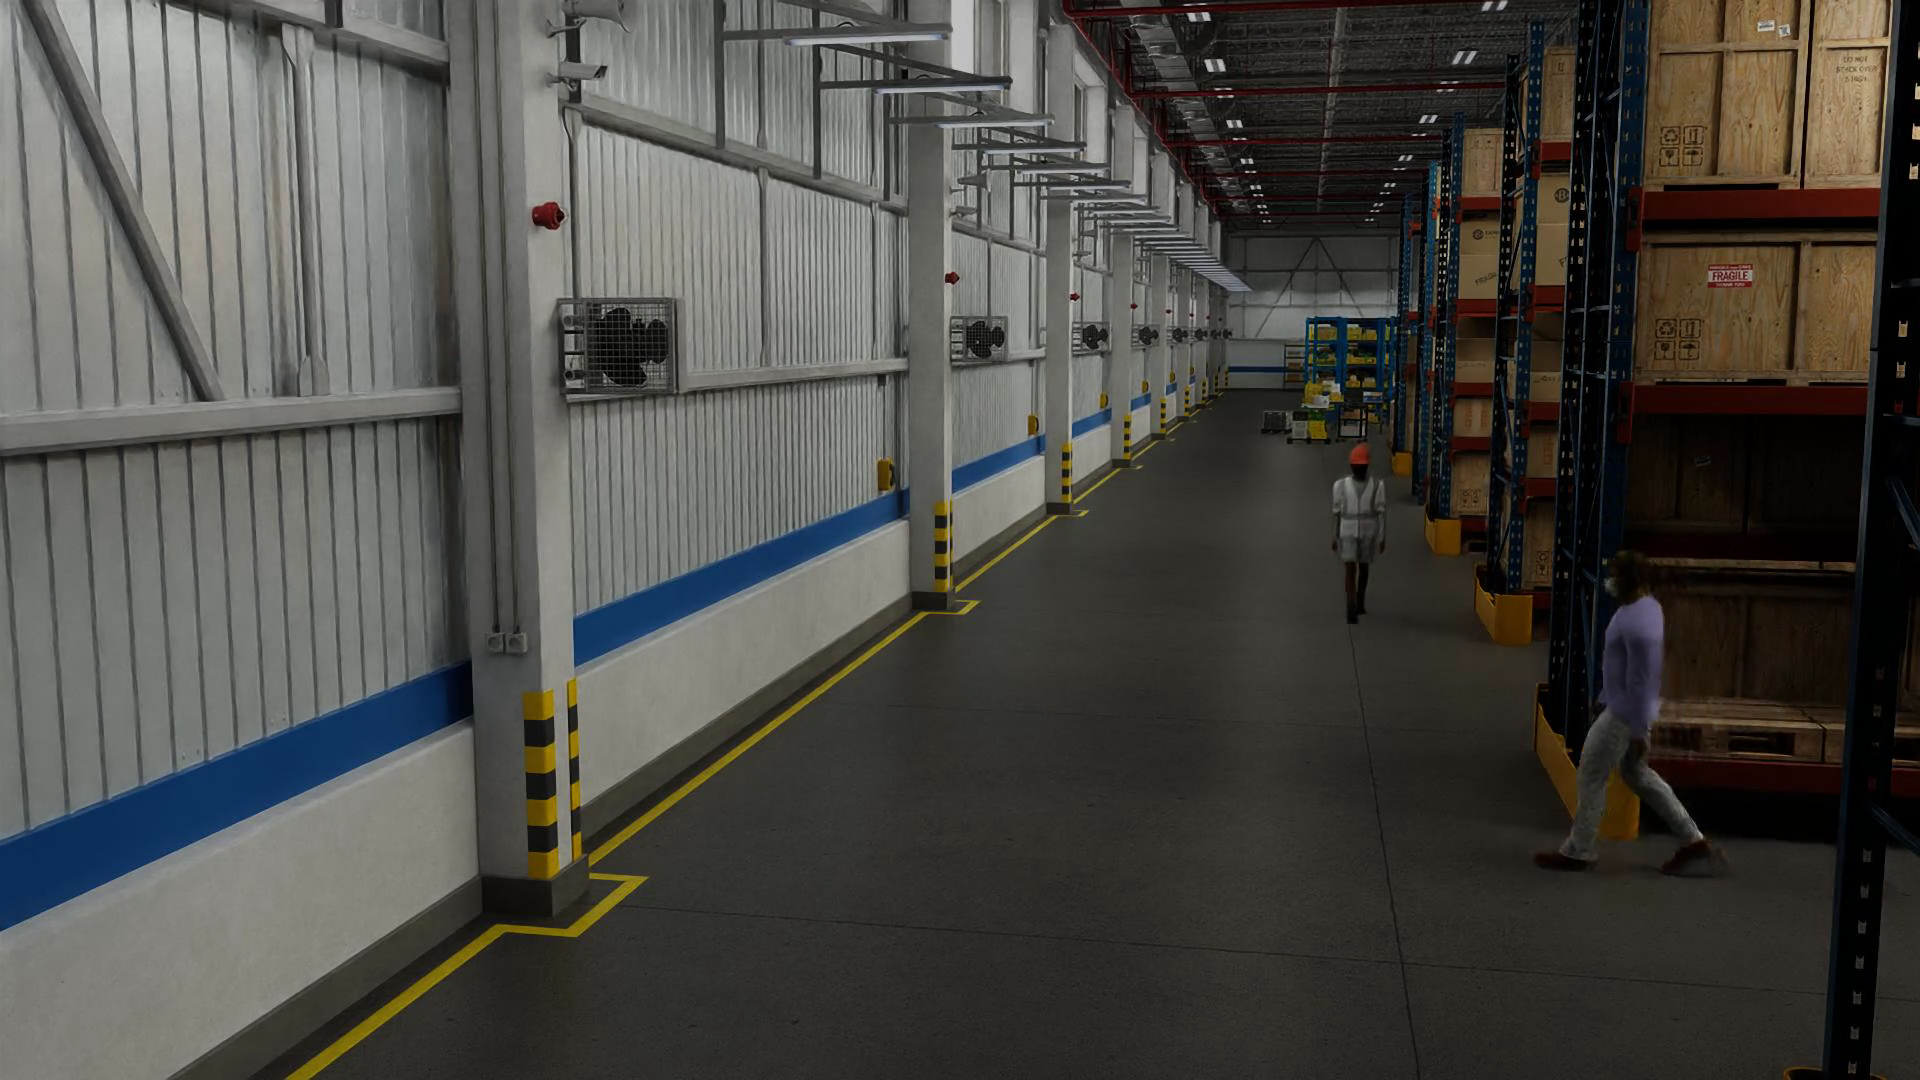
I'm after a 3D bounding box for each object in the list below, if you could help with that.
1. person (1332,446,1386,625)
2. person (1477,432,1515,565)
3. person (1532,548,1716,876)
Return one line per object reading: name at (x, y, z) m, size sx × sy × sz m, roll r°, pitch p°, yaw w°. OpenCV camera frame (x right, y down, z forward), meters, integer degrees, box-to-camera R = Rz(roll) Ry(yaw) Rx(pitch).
person at (4.307, -0.078, 17.978) m, size 0.555 × 1.893 × 1.010 m, roll 1°, pitch 7°, yaw 10°
person at (7.107, -0.522, 21.774) m, size 0.533 × 1.831 × 0.634 m, roll 2°, pitch 8°, yaw 19°
person at (3.818, 0.981, 9.431) m, size 0.926 × 1.903 × 0.635 m, roll 3°, pitch 8°, yaw 24°
